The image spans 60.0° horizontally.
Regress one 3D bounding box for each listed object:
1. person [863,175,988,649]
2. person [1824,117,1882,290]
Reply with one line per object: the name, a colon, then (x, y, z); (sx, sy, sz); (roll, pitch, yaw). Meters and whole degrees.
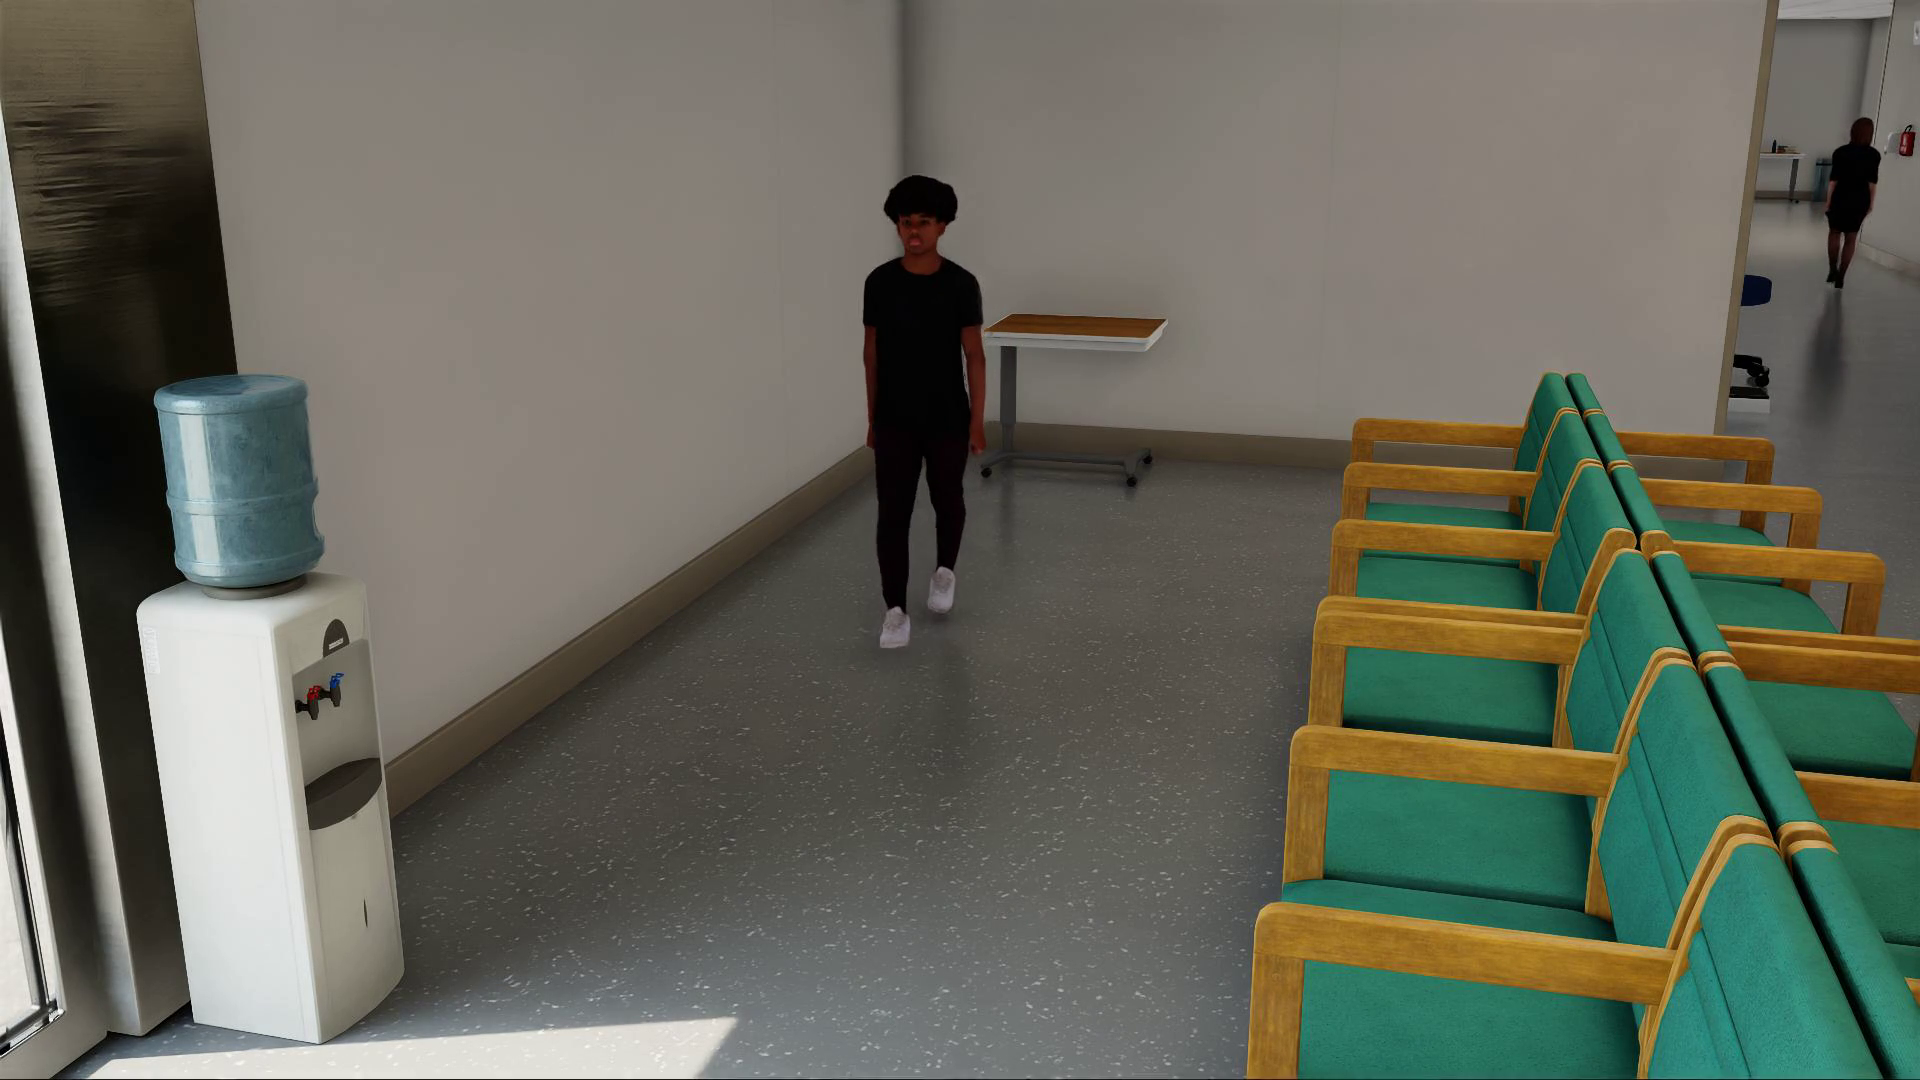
person: (-0.124, -0.501, 6.453); (1.065, 1.743, 0.824); (2, 16, 5)
person: (8.952, -3.370, 16.721); (0.611, 1.693, 0.703); (7, 17, 23)
